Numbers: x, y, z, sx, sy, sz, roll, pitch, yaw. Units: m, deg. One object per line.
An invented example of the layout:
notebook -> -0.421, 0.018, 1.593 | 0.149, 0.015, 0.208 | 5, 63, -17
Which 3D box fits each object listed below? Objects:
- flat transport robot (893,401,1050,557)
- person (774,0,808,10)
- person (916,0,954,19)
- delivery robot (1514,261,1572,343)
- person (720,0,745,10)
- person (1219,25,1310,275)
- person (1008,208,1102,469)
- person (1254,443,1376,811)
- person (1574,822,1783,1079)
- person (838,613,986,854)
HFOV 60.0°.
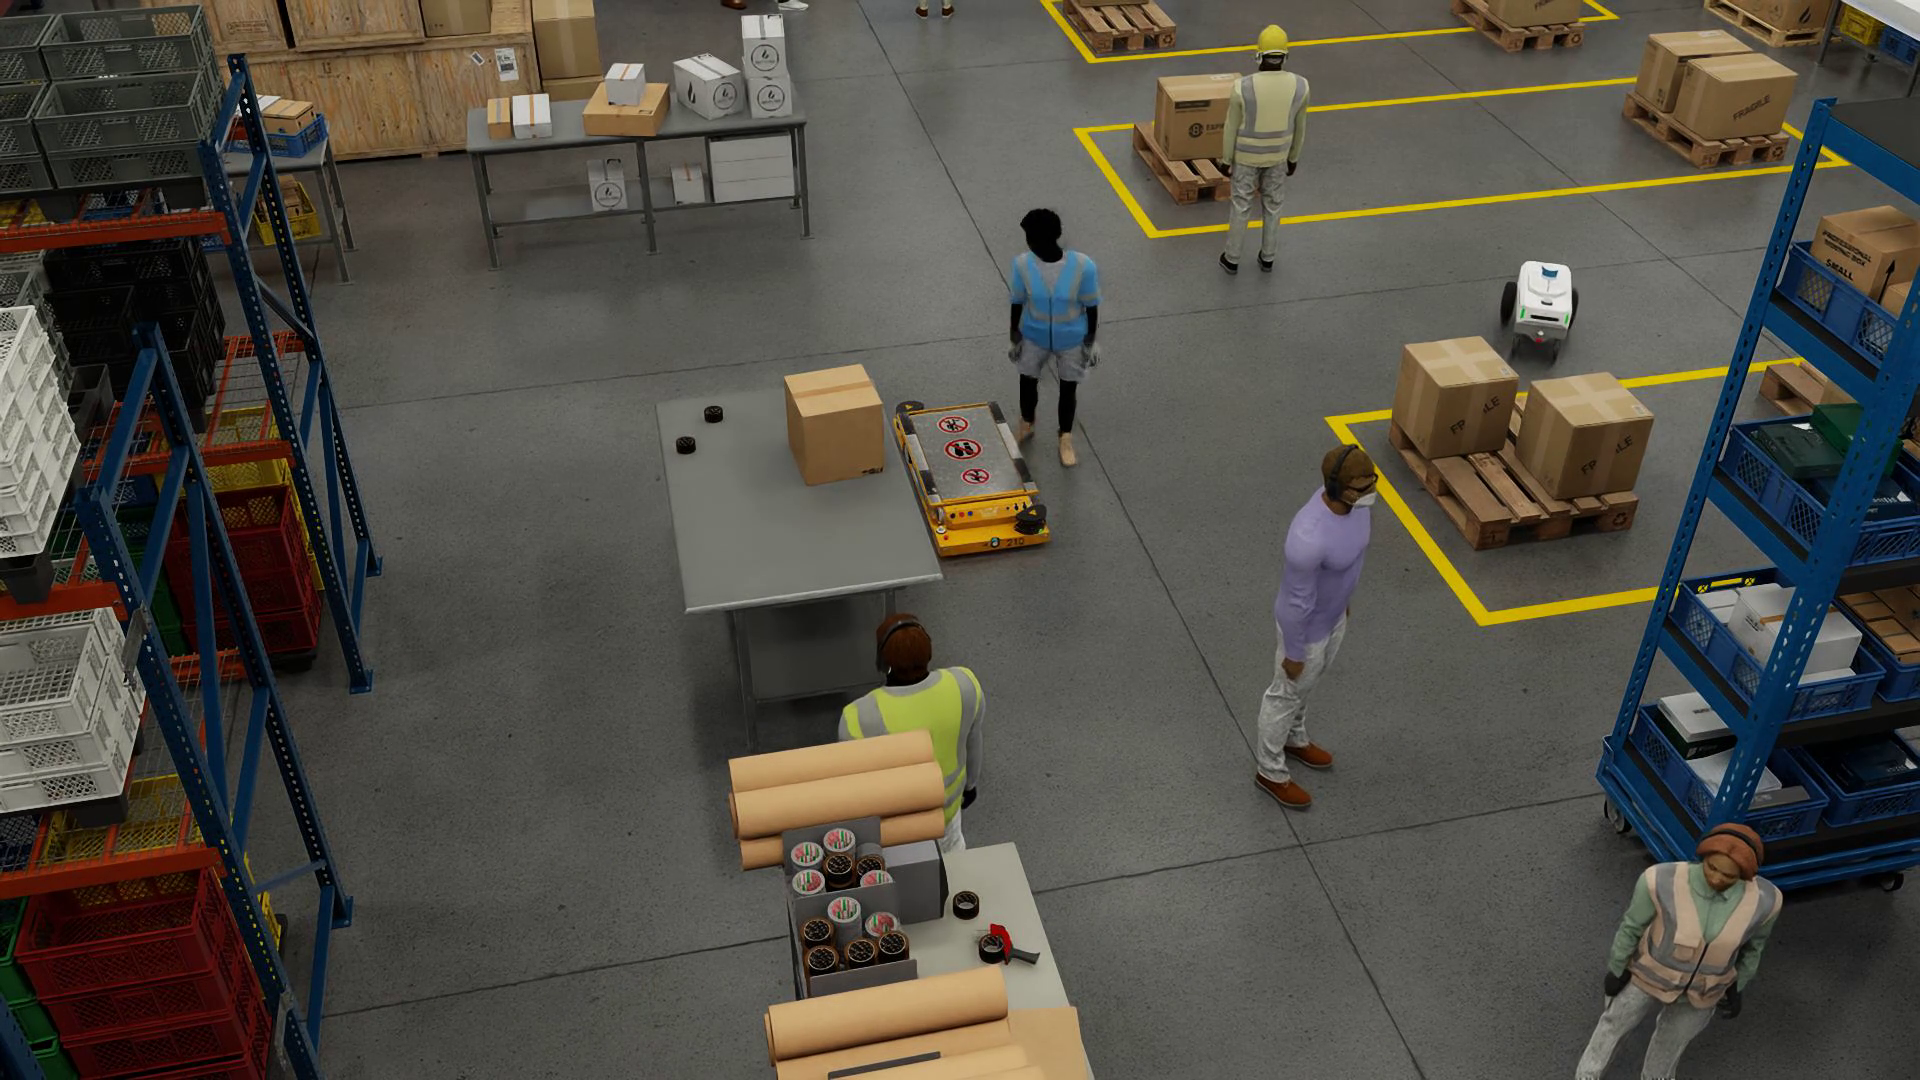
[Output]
flat transport robot -> 0.046, -0.430, 10.108 | 0.652, 0.197, 1.431 | -8, 37, -10
person -> -1.790, -6.312, 16.642 | 0.391, 1.922, 0.593 | -8, 37, -10
person -> -0.276, -6.102, 16.403 | 0.532, 1.868, 0.310 | -2, 37, -3
delivery robot -> 4.022, -1.664, 11.456 | 0.477, 0.478, 0.707 | 10, 38, 13
person -> -2.257, -6.325, 16.683 | 0.396, 1.899, 0.648 | 13, 39, 17
person -> 2.171, -2.793, 11.994 | 0.589, 1.823, 0.403 | -5, 37, -7
person -> 0.551, -1.227, 10.018 | 0.587, 1.664, 0.385 | 8, 37, 11
person -> 1.638, 0.372, 7.644 | 0.377, 1.940, 0.629 | 21, 42, 26
person -> 2.665, 1.637, 6.193 | 0.514, 1.636, 0.315 | 6, 37, 8
person -> -0.200, 1.066, 6.811 | 0.642, 1.832, 0.431 | -20, 41, -25
